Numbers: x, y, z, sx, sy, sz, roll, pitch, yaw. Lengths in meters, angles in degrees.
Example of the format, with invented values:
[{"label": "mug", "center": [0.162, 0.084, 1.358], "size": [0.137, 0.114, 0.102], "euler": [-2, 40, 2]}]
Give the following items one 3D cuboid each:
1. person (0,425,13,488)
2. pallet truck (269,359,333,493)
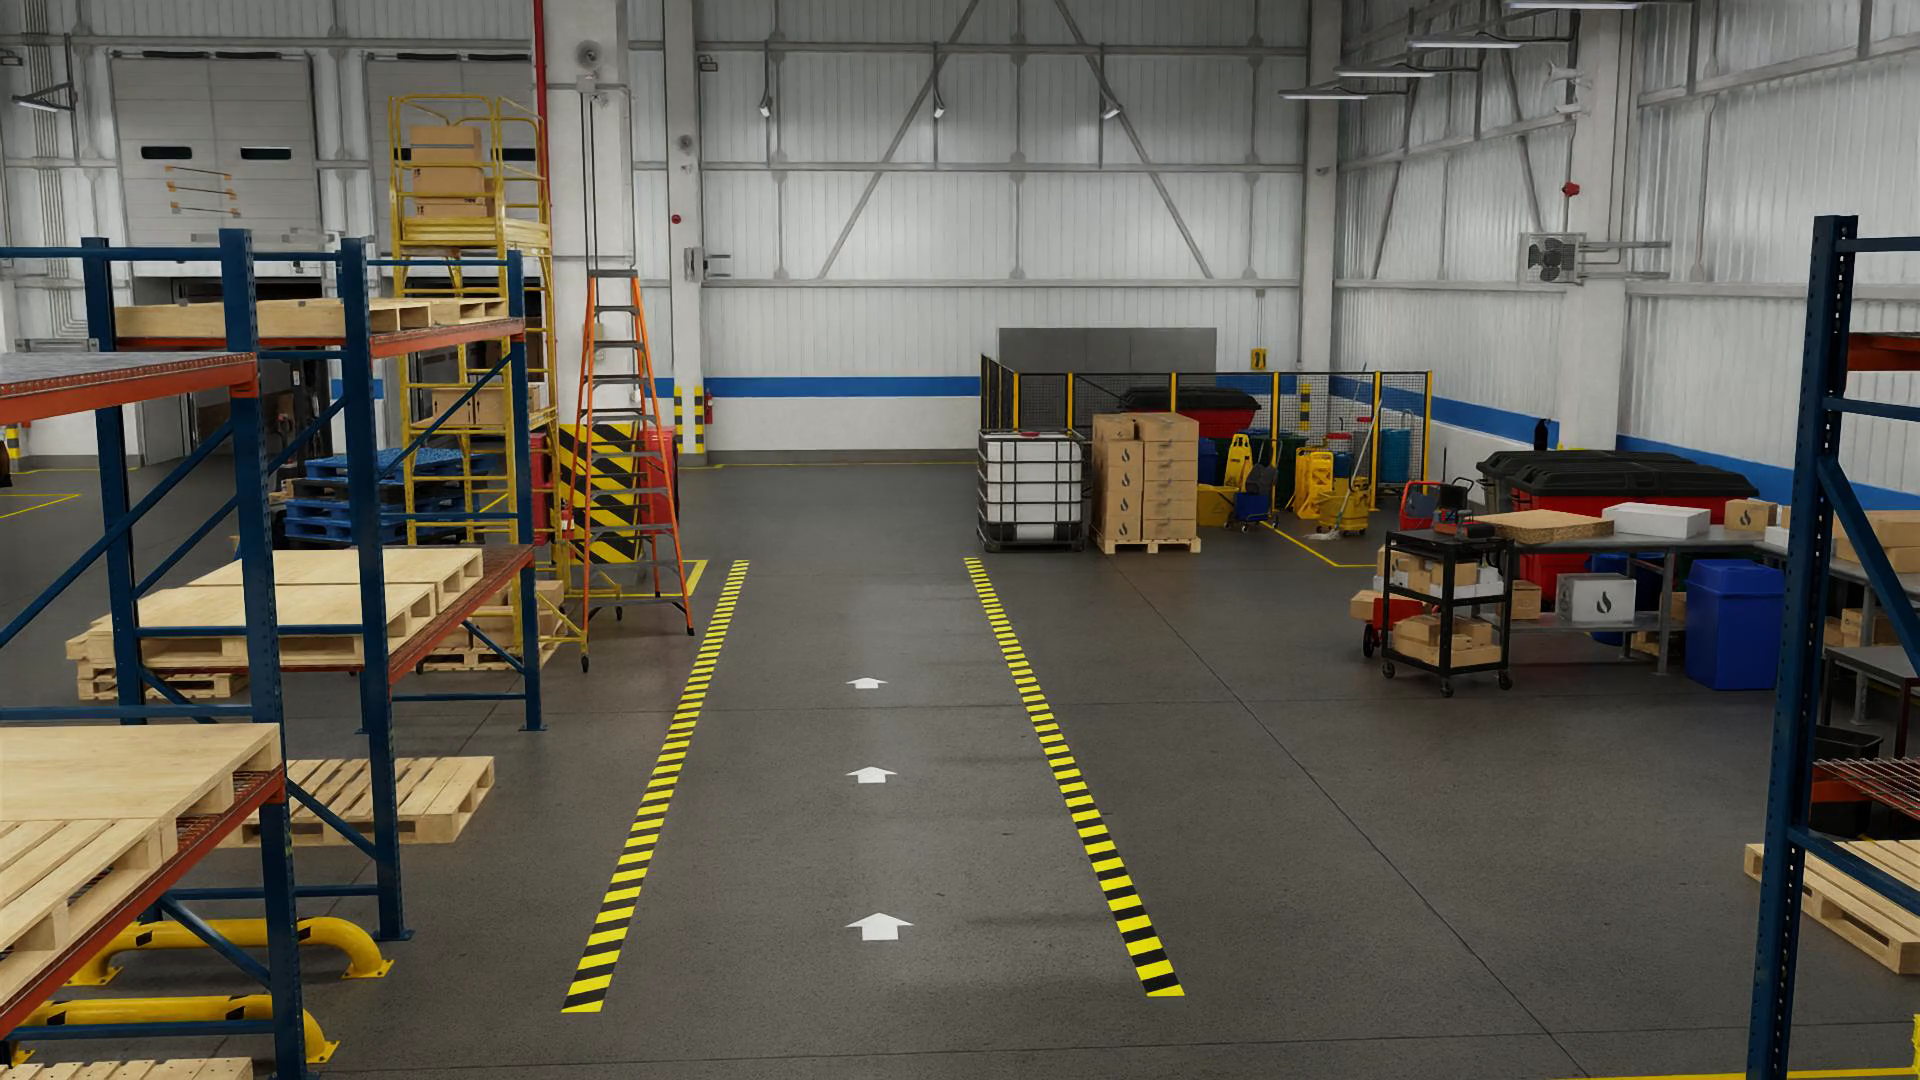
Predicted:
[{"label": "person", "center": [-13.150, -1.666, 22.579], "size": [0.389, 1.930, 0.544], "euler": [-8, 12, -41]}, {"label": "pallet truck", "center": [-7.062, -1.131, 18.996], "size": [1.885, 1.965, 0.823], "euler": [2, 9, 13]}]
